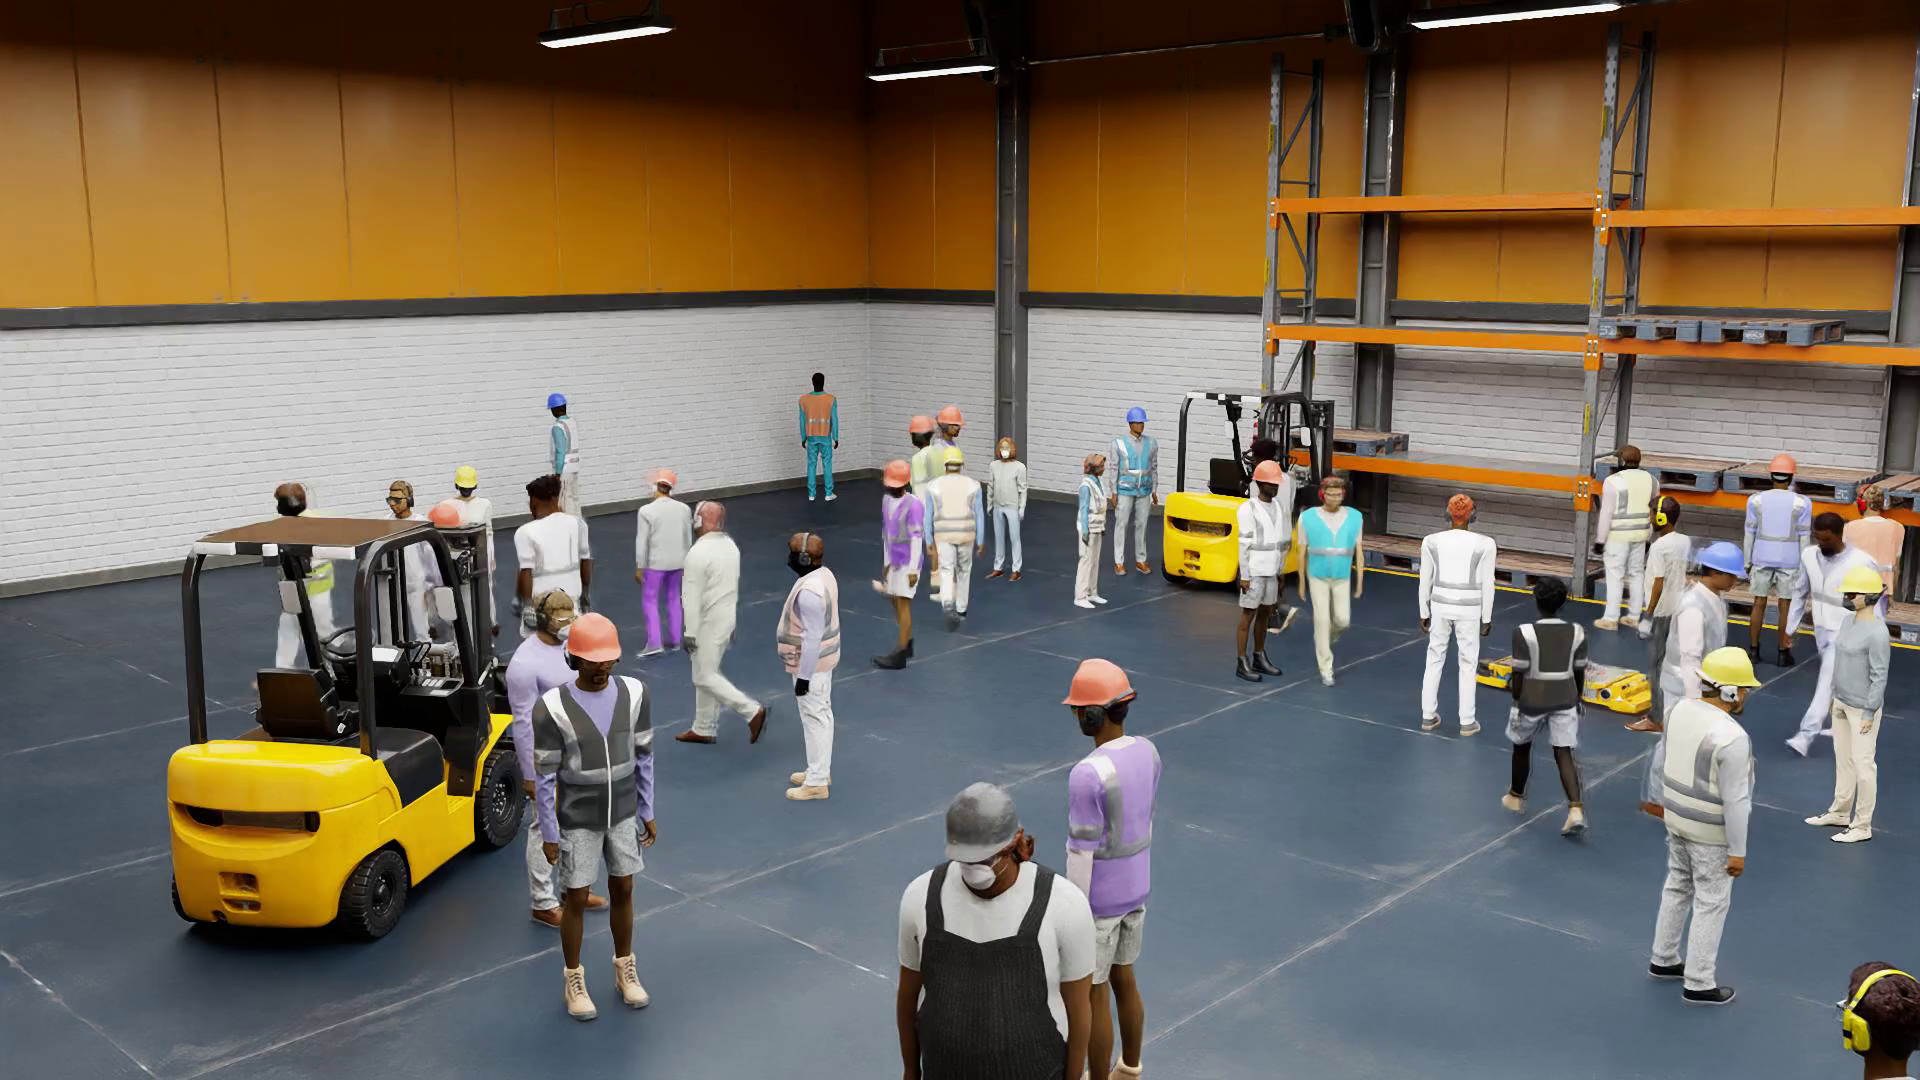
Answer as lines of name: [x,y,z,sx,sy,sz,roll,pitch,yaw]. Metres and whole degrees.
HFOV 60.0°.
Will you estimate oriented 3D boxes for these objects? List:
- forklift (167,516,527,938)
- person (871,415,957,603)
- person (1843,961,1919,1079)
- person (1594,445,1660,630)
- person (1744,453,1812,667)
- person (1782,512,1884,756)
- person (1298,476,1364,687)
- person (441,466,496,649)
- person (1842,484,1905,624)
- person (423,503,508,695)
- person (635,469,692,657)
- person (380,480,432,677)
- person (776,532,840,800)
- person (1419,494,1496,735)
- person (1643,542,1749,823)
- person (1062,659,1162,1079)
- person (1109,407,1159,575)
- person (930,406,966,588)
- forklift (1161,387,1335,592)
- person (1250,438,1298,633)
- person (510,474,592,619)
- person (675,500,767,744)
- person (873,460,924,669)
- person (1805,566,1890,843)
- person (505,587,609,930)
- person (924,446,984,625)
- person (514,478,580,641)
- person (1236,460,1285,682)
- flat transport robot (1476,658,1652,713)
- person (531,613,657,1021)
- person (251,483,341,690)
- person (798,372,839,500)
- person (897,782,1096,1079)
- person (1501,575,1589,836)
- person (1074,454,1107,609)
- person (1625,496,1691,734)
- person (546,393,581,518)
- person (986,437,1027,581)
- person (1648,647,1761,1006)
forklift: [-3.583,0.976,9.748,1.214,2.155,2.313,2,10,11]
person: [-0.467,-0.328,17.730,1.011,1.994,0.634,5,11,26]
person: [2.459,2.060,4.541,0.510,1.861,0.323,-2,10,-11]
person: [6.573,-0.025,16.457,0.634,1.841,0.429,-3,10,-17]
person: [7.369,0.181,15.012,0.545,1.936,0.361,7,12,35]
person: [6.508,0.681,12.457,0.936,1.849,0.685,-4,11,-22]
person: [3.208,0.326,14.520,0.593,1.818,0.678,0,10,-2]
person: [-4.594,0.177,15.543,0.523,1.760,0.327,-7,12,-36]
person: [7.475,0.460,13.712,0.562,1.838,0.387,-2,10,-9]
person: [-3.895,0.572,13.101,0.569,1.848,1.148,4,11,21]
person: [-2.756,0.214,15.471,0.682,1.713,0.461,-9,13,-42]
person: [-4.646,0.414,13.947,0.506,1.846,0.346,1,10,8]
person: [-1.041,0.858,11.428,0.430,1.845,0.619,1,10,3]
person: [3.856,0.576,12.958,0.568,1.878,0.350,6,11,29]
person: [4.809,0.951,10.721,0.718,1.901,0.632,9,13,41]
person: [0.614,1.513,7.181,0.410,2.030,0.611,7,12,35]
person: [2.012,-0.571,19.249,0.605,1.951,0.380,-3,10,-17]
person: [-0.128,-0.469,18.454,0.402,2.036,0.601,2,10,13]
forklift: [3.298,-0.608,18.767,1.214,2.155,2.313,9,13,42]
person: [3.066,-0.018,16.114,0.634,1.945,0.623,-7,12,-34]
person: [-3.394,0.422,13.626,0.815,1.931,0.623,7,12,34]
person: [-1.813,0.644,12.538,0.715,1.880,0.661,3,10,16]
person: [-0.597,0.207,14.998,0.596,1.895,0.574,-7,12,-33]
person: [5.691,1.041,10.601,0.316,1.769,0.525,0,10,1]
person: [-2.248,1.201,9.244,0.376,1.928,0.636,4,11,21]
person: [-0.054,-0.026,16.617,0.599,1.802,0.756,-1,10,-3]
person: [-3.351,0.462,13.489,1.058,1.901,0.640,10,14,44]
person: [2.659,0.260,14.556,0.547,1.938,0.379,-8,13,-39]
flat transport robot: [5.161,1.179,14.066,0.652,0.197,1.431,-9,14,-43]
person: [-1.764,1.345,8.131,0.601,2.035,0.417,-7,12,-34]
person: [-5.600,0.431,13.969,0.831,1.803,0.618,-7,12,-36]
person: [-2.109,-1.543,24.879,0.593,1.920,0.391,1,10,6]
person: [0.097,1.776,5.634,0.687,2.000,0.536,3,10,15]
person: [3.828,1.061,10.781,0.538,1.665,0.839,-1,10,-5]
person: [1.383,-0.099,17.482,0.312,1.629,0.515,5,11,24]
person: [5.448,0.581,12.951,0.517,1.862,0.328,-9,13,-42]
person: [-5.042,-0.899,21.162,0.410,1.936,0.603,1,10,6]
person: [0.524,-0.356,18.919,0.507,1.636,0.274,6,12,33]
person: [3.728,1.419,8.305,0.403,1.817,0.602,-2,10,-10]
